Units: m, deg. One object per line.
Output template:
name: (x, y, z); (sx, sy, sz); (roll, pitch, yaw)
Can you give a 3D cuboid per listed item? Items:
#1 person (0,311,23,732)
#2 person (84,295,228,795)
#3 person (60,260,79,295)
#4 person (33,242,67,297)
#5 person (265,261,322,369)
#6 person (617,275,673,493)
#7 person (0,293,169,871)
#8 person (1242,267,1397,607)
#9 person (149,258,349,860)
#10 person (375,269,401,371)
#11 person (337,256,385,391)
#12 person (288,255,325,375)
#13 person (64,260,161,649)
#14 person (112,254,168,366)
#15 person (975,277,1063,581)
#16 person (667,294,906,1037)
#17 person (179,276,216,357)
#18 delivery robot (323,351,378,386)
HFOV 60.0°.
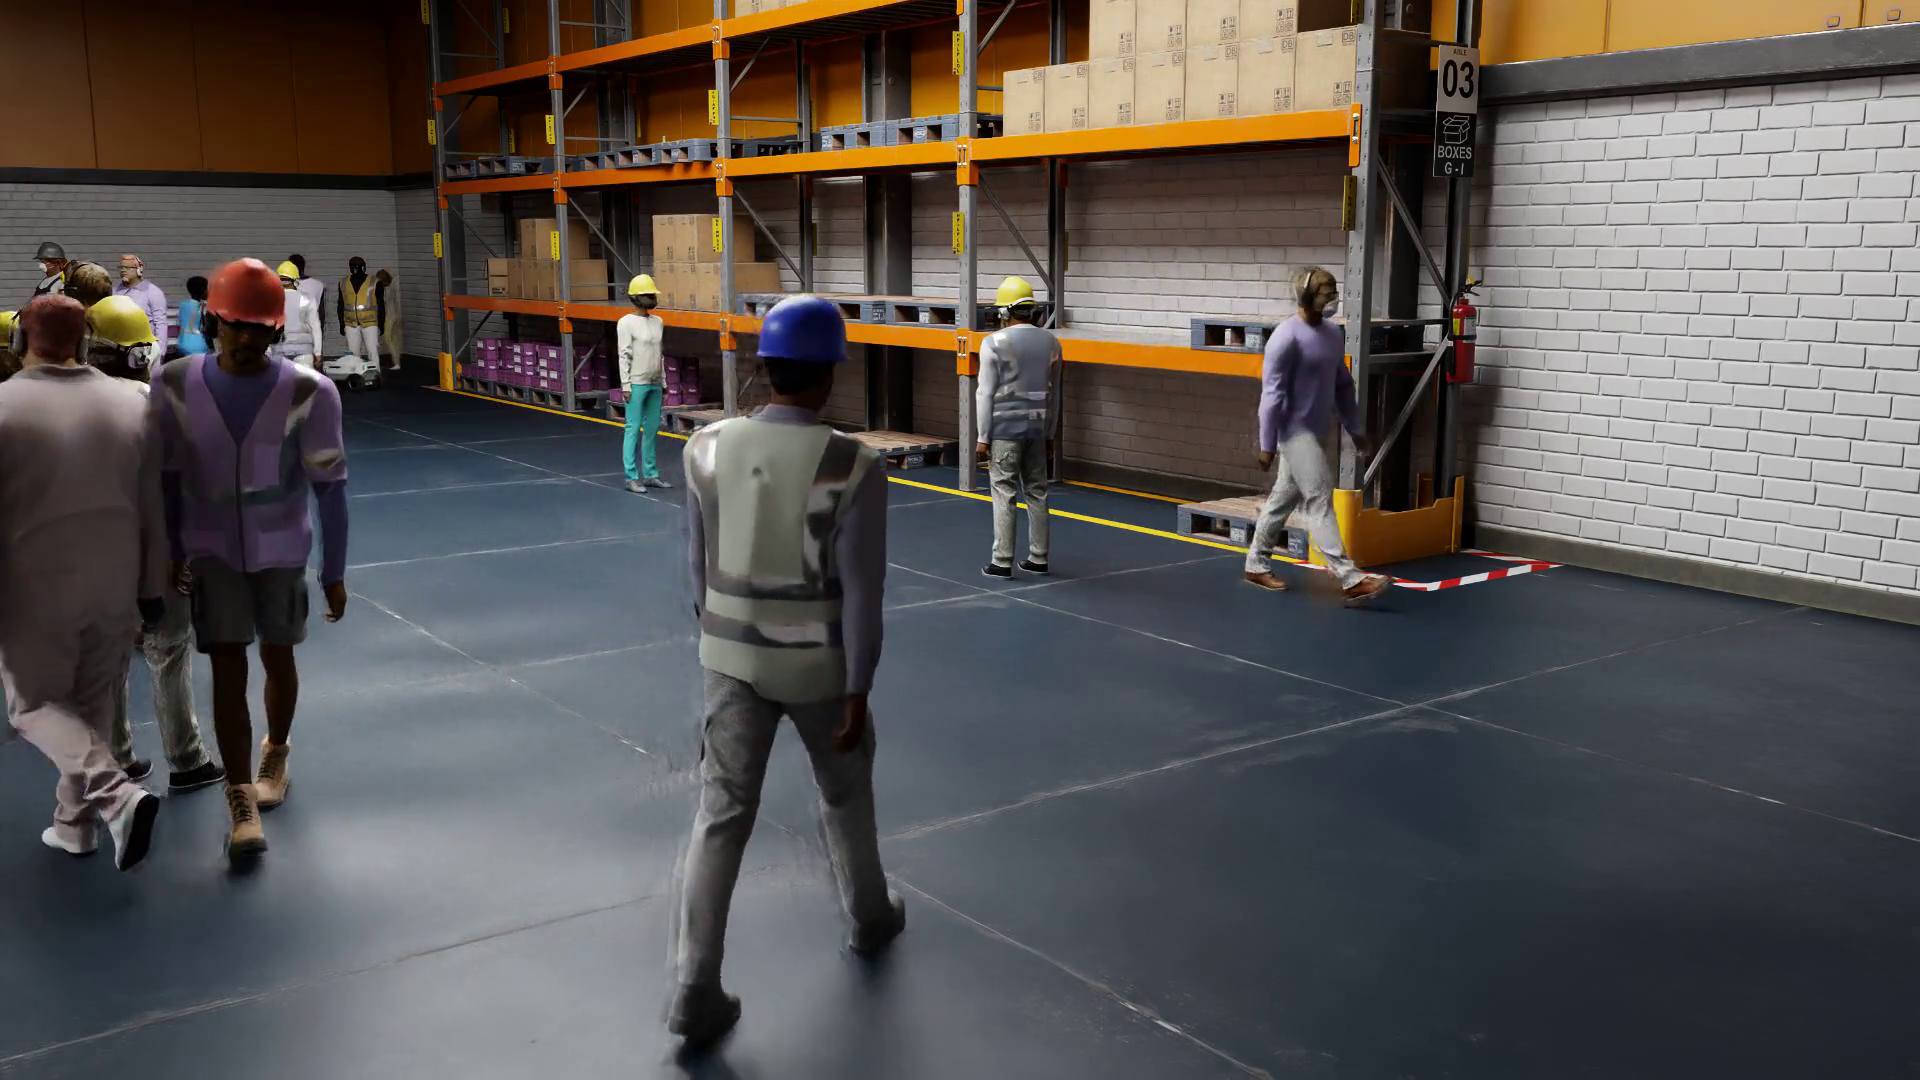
person: (-3.864, -0.075, 6.944); (0.299, 1.745, 0.483); (-3, 11, -15)
person: (-3.018, 0.030, 6.097); (0.588, 1.835, 0.403); (1, 10, 7)
person: (-8.080, -1.634, 15.319); (0.530, 1.871, 0.323); (-7, 12, -33)
person: (-10.043, -2.281, 18.465); (0.682, 2.000, 0.537); (8, 13, 39)
person: (-6.972, -1.985, 17.387); (0.600, 1.831, 0.404); (-2, 10, -11)
person: (-2.564, -1.272, 13.589); (0.323, 1.767, 0.538); (6, 12, 30)
person: (-2.803, 0.156, 5.313); (0.713, 1.874, 0.655); (6, 12, 29)
person: (2.022, -0.579, 9.363); (1.050, 1.877, 0.639); (8, 13, 39)
person: (-2.380, 0.049, 5.620); (0.620, 1.962, 1.017); (-3, 11, -17)
person: (-9.113, -3.499, 26.511); (0.311, 1.612, 0.598); (-1, 10, -4)
person: (-8.222, -2.962, 22.836); (0.634, 1.842, 0.429); (-1, 10, -3)
person: (-8.377, -2.675, 21.155); (0.595, 1.875, 0.971); (-8, 13, -37)
person: (-4.124, -0.365, 8.023); (0.373, 1.940, 0.630); (4, 11, 20)
person: (-8.297, -1.909, 16.747); (0.644, 1.913, 0.408); (2, 10, 12)
person: (0.341, -0.666, 10.046); (0.586, 1.824, 0.405); (-7, 12, -36)
person: (-0.475, 0.307, 4.402); (0.617, 1.900, 1.015); (3, 11, 18)
person: (-8.595, -2.133, 18.720); (0.373, 1.658, 0.605); (-9, 14, -41)
delivery robot: (-8.306, -2.332, 22.648); (0.707, 0.478, 0.477); (3, 11, 18)
